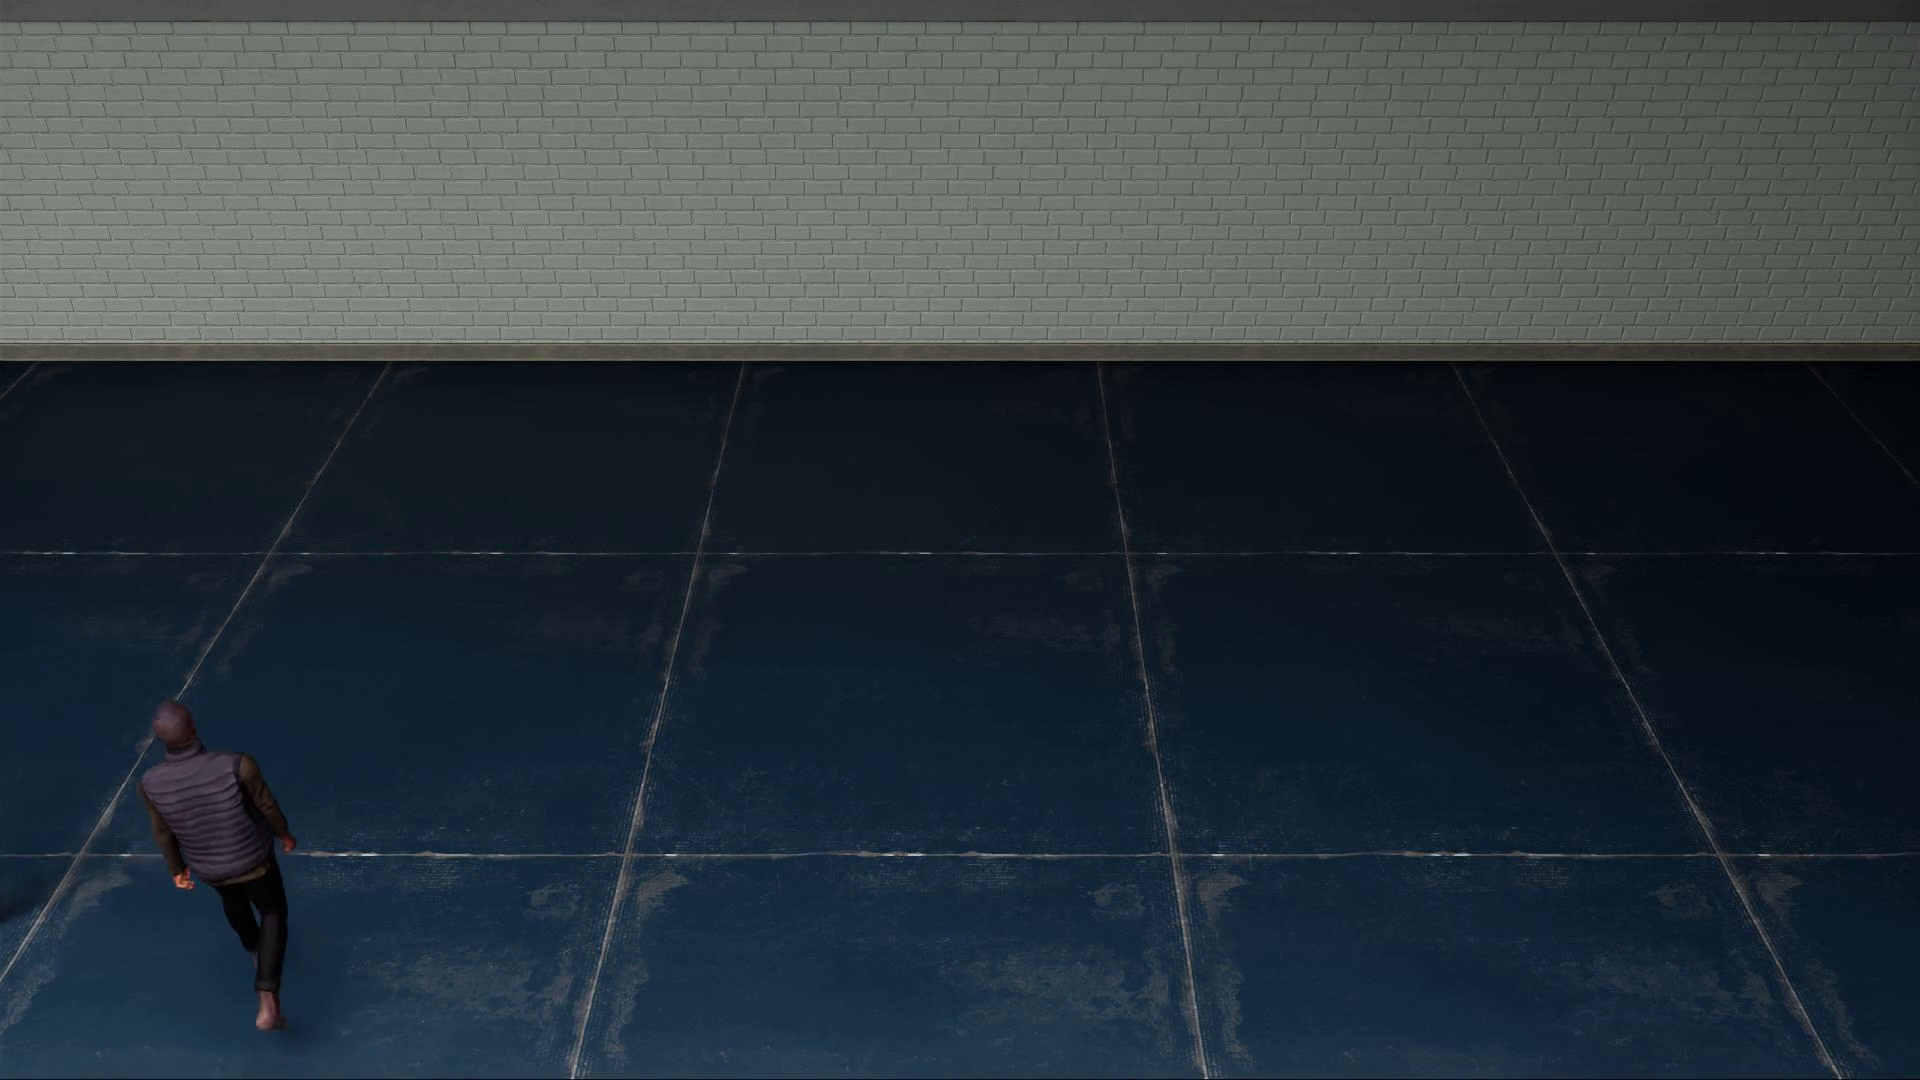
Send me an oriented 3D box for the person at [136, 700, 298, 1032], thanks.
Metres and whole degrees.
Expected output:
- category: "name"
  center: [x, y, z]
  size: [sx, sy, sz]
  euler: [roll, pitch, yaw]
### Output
- category: "person"
  center: [-3.402, 1.527, 7.766]
  size: [0.791, 1.812, 1.116]
  euler: [-5, 33, -8]
